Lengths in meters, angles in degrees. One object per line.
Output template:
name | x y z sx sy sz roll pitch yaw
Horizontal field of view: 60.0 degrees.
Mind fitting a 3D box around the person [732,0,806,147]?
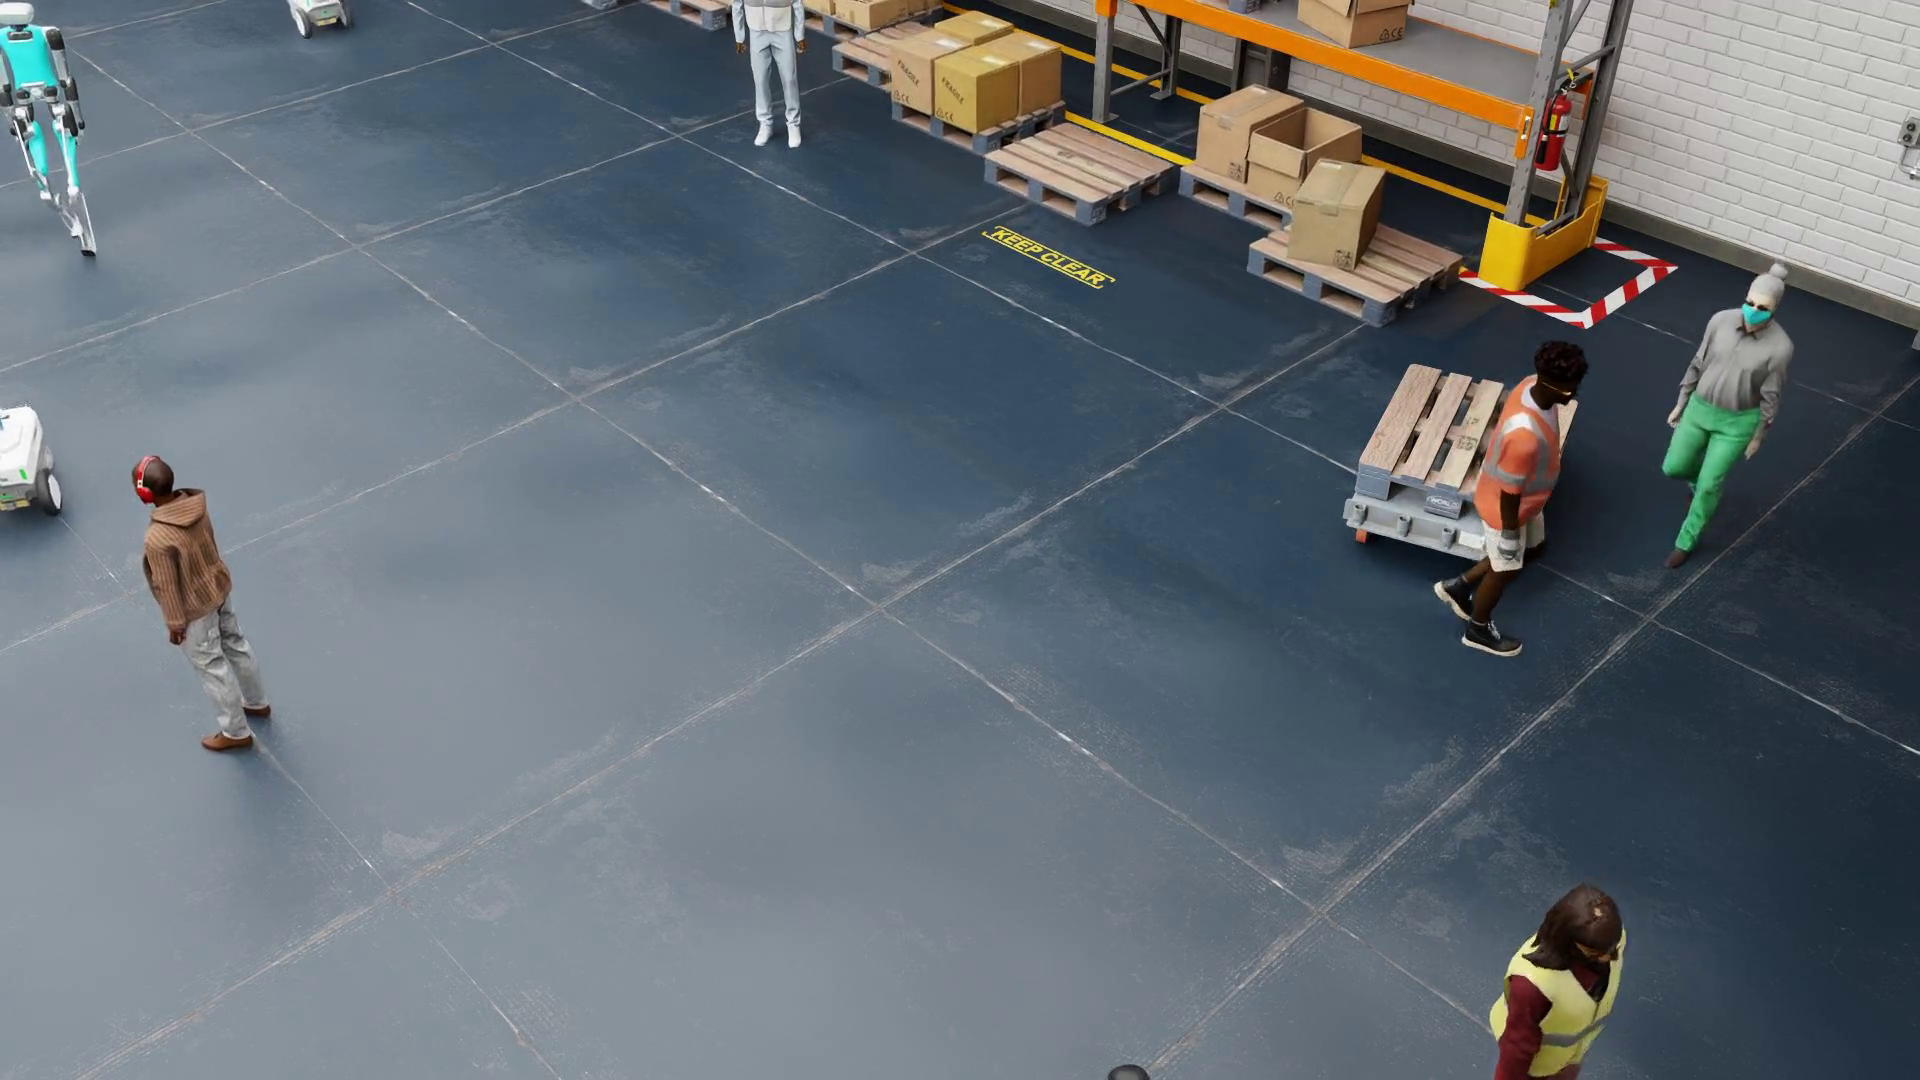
person | -1.572 -4.203 13.741 0.598 1.909 0.400 1 37 1

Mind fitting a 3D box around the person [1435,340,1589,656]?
person | 2.813 -0.189 8.398 0.446 1.939 0.635 14 39 18

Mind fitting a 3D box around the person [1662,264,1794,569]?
person | 4.234 -0.712 9.186 0.607 1.819 0.524 -28 45 -32

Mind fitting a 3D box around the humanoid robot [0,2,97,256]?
humanoid robot | -6.726 -2.929 12.263 0.549 1.855 0.860 -12 39 -16

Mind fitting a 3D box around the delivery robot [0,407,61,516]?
delivery robot | -5.669 -0.445 9.898 0.499 0.610 0.793 -12 39 -15

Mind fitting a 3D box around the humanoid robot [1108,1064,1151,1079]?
humanoid robot | 0.487 2.295 5.328 0.612 1.651 0.393 -14 39 -18

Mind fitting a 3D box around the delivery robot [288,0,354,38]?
delivery robot | -6.336 -5.296 16.301 0.499 0.587 0.777 -24 43 -28

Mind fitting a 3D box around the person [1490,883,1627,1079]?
person | 2.027 1.820 5.888 0.563 1.760 0.371 -21 42 -26

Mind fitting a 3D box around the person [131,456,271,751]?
person | -3.647 0.300 7.994 0.326 1.647 0.479 4 37 5
